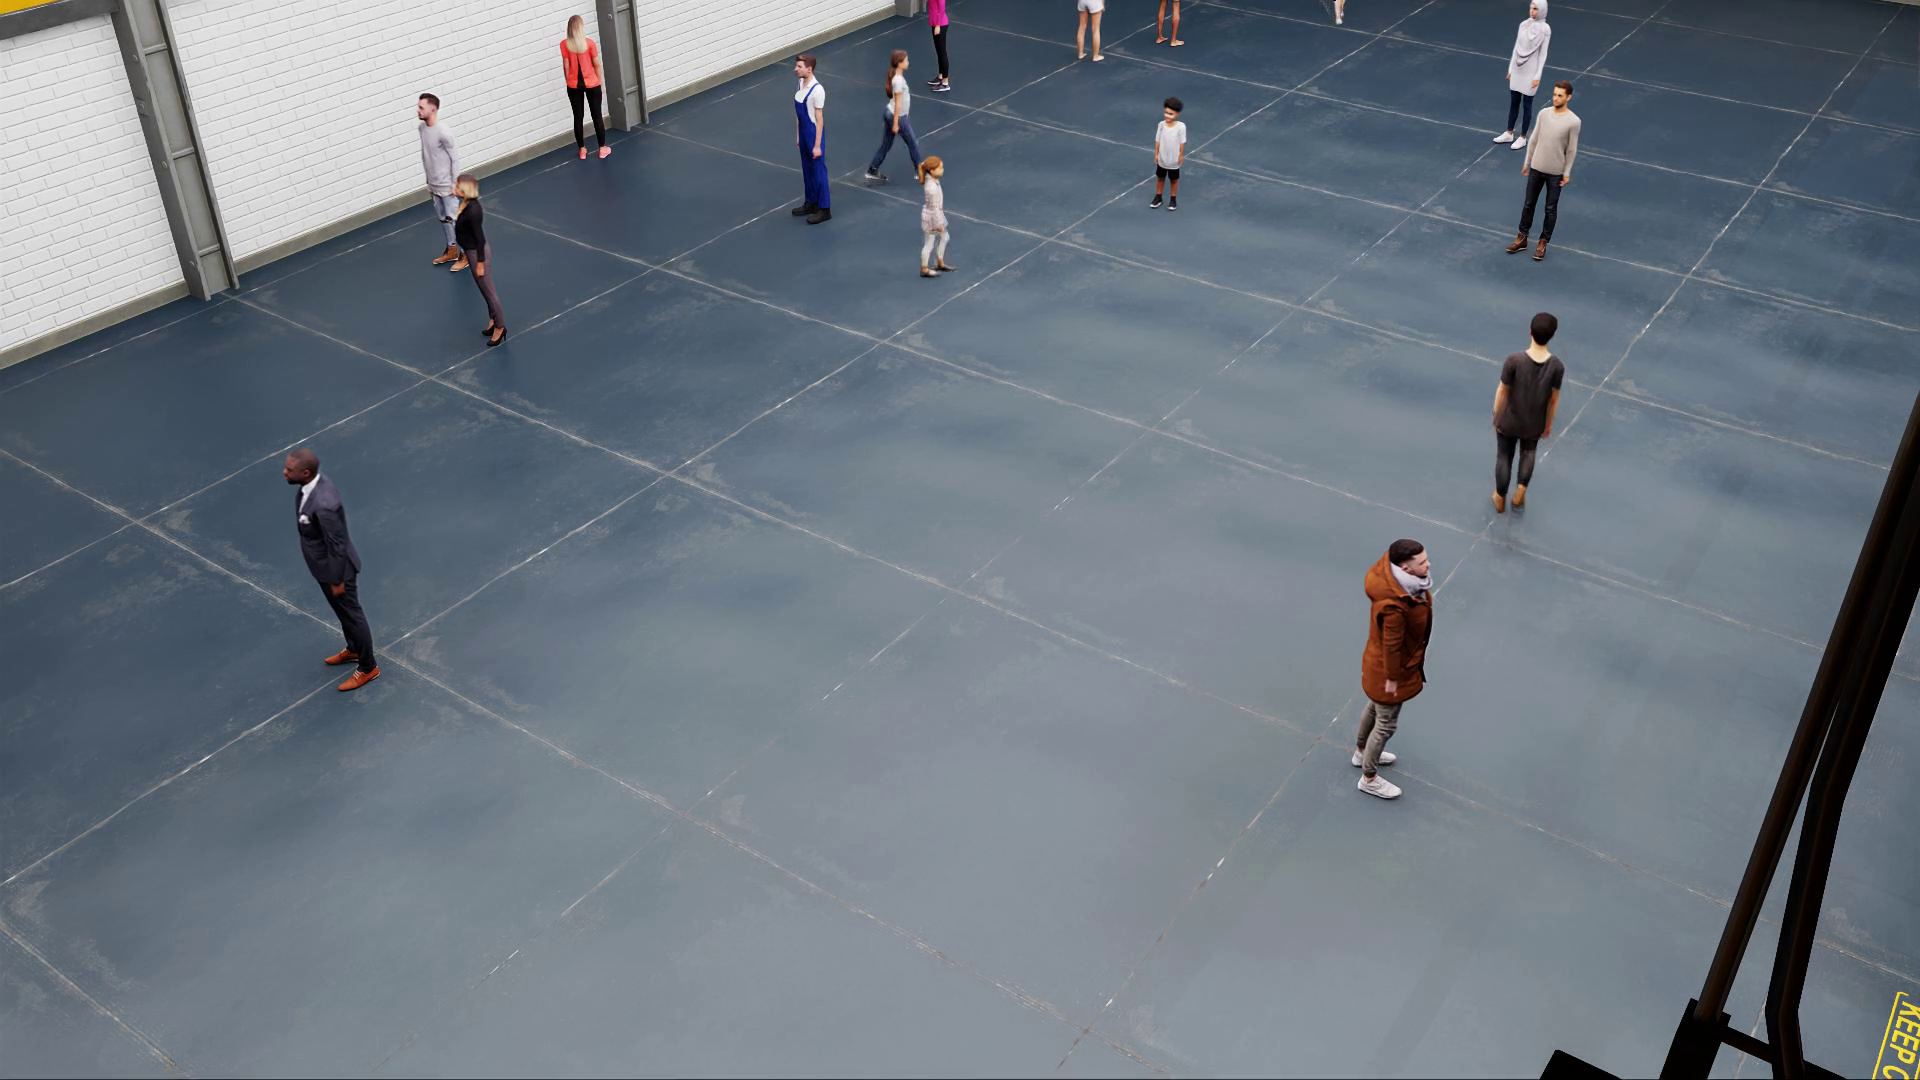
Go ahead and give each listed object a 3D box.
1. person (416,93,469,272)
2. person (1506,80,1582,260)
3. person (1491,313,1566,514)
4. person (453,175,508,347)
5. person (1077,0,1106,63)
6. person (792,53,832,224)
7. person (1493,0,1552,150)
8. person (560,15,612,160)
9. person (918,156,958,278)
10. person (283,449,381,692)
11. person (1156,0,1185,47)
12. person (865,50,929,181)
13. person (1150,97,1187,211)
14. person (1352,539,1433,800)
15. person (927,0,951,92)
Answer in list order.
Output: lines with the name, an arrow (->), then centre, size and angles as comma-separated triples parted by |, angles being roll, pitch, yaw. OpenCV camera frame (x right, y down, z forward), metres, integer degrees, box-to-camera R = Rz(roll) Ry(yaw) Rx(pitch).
person -> -5.311, -3.683, 17.056 | 0.695, 1.839, 0.556 | 24, 41, 32
person -> 6.116, -3.860, 17.297 | 0.669, 1.867, 0.571 | 24, 41, 32
person -> 4.417, -0.943, 13.056 | 0.699, 1.703, 0.693 | 7, 34, 10
person -> -4.506, -2.634, 15.629 | 0.717, 1.670, 0.690 | -12, 35, -17
person -> 1.789, -7.420, 22.884 | 0.573, 1.611, 0.516 | 19, 38, 26
person -> -1.614, -4.394, 18.115 | 0.695, 1.850, 0.705 | -20, 38, -27
person -> 6.823, -5.625, 20.034 | 0.646, 1.775, 0.679 | -20, 39, -28
person -> -4.466, -5.377, 19.735 | 0.680, 1.694, 0.709 | -1, 34, -1
person -> -0.344, -3.287, 16.949 | 0.731, 1.298, 0.671 | 2, 34, 2
person -> -4.256, 0.169, 11.275 | 0.767, 1.824, 0.780 | -17, 37, -24
person -> 2.978, -7.876, 23.458 | 0.662, 1.734, 0.585 | 28, 43, 35
person -> -0.792, -4.821, 19.060 | 1.090, 1.516, 1.000 | -7, 34, -10
person -> 2.339, -4.316, 18.534 | 0.537, 1.257, 0.546 | 11, 35, 16
person -> 2.673, 0.772, 10.354 | 0.898, 1.839, 0.808 | 4, 34, 6
person -> -0.262, -6.785, 21.848 | 0.750, 1.699, 0.688 | -5, 34, -7
